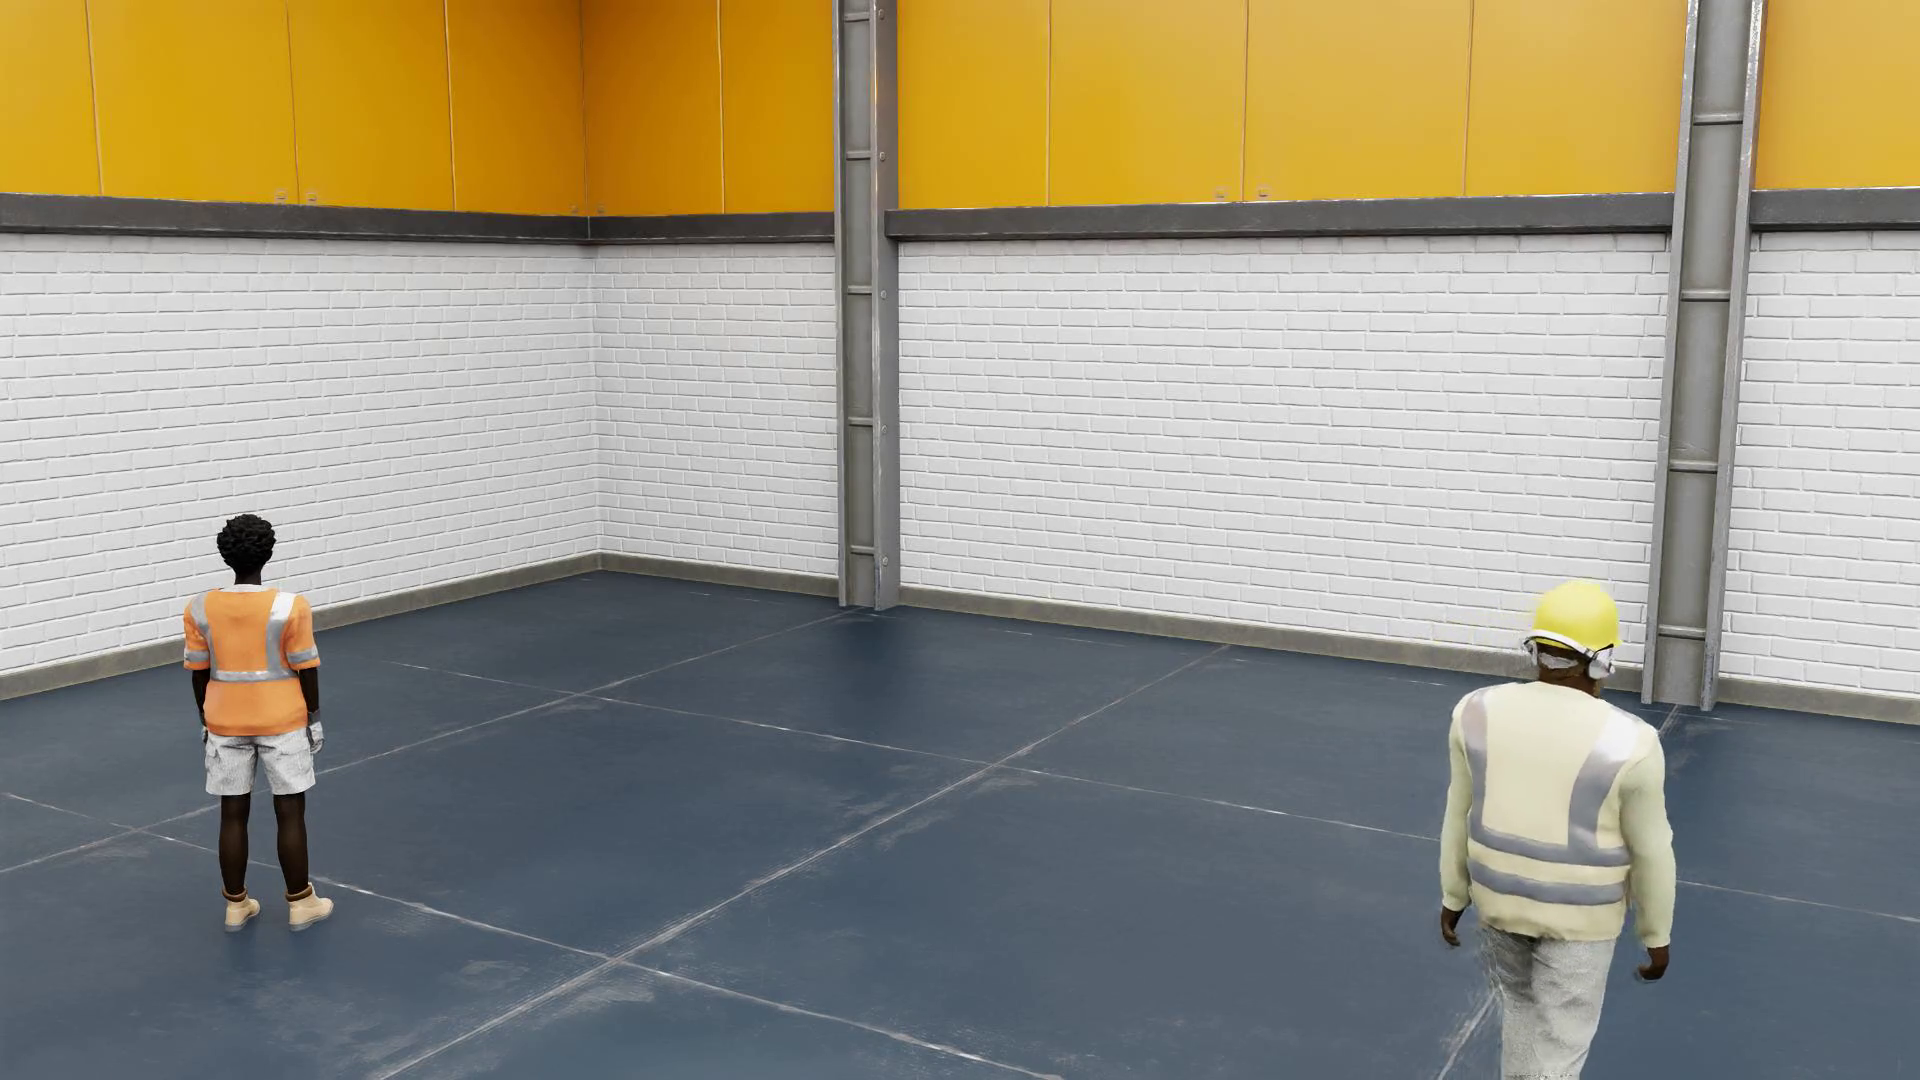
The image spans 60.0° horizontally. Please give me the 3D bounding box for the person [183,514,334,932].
[{"bbox_3d":[-2.811,0.737,6.680,0.538,1.700,0.317,0,9,1],"label":"person"}]

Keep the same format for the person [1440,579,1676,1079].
[{"bbox_3d":[1.724,0.999,4.703,0.615,1.806,0.681,9,13,44],"label":"person"}]
